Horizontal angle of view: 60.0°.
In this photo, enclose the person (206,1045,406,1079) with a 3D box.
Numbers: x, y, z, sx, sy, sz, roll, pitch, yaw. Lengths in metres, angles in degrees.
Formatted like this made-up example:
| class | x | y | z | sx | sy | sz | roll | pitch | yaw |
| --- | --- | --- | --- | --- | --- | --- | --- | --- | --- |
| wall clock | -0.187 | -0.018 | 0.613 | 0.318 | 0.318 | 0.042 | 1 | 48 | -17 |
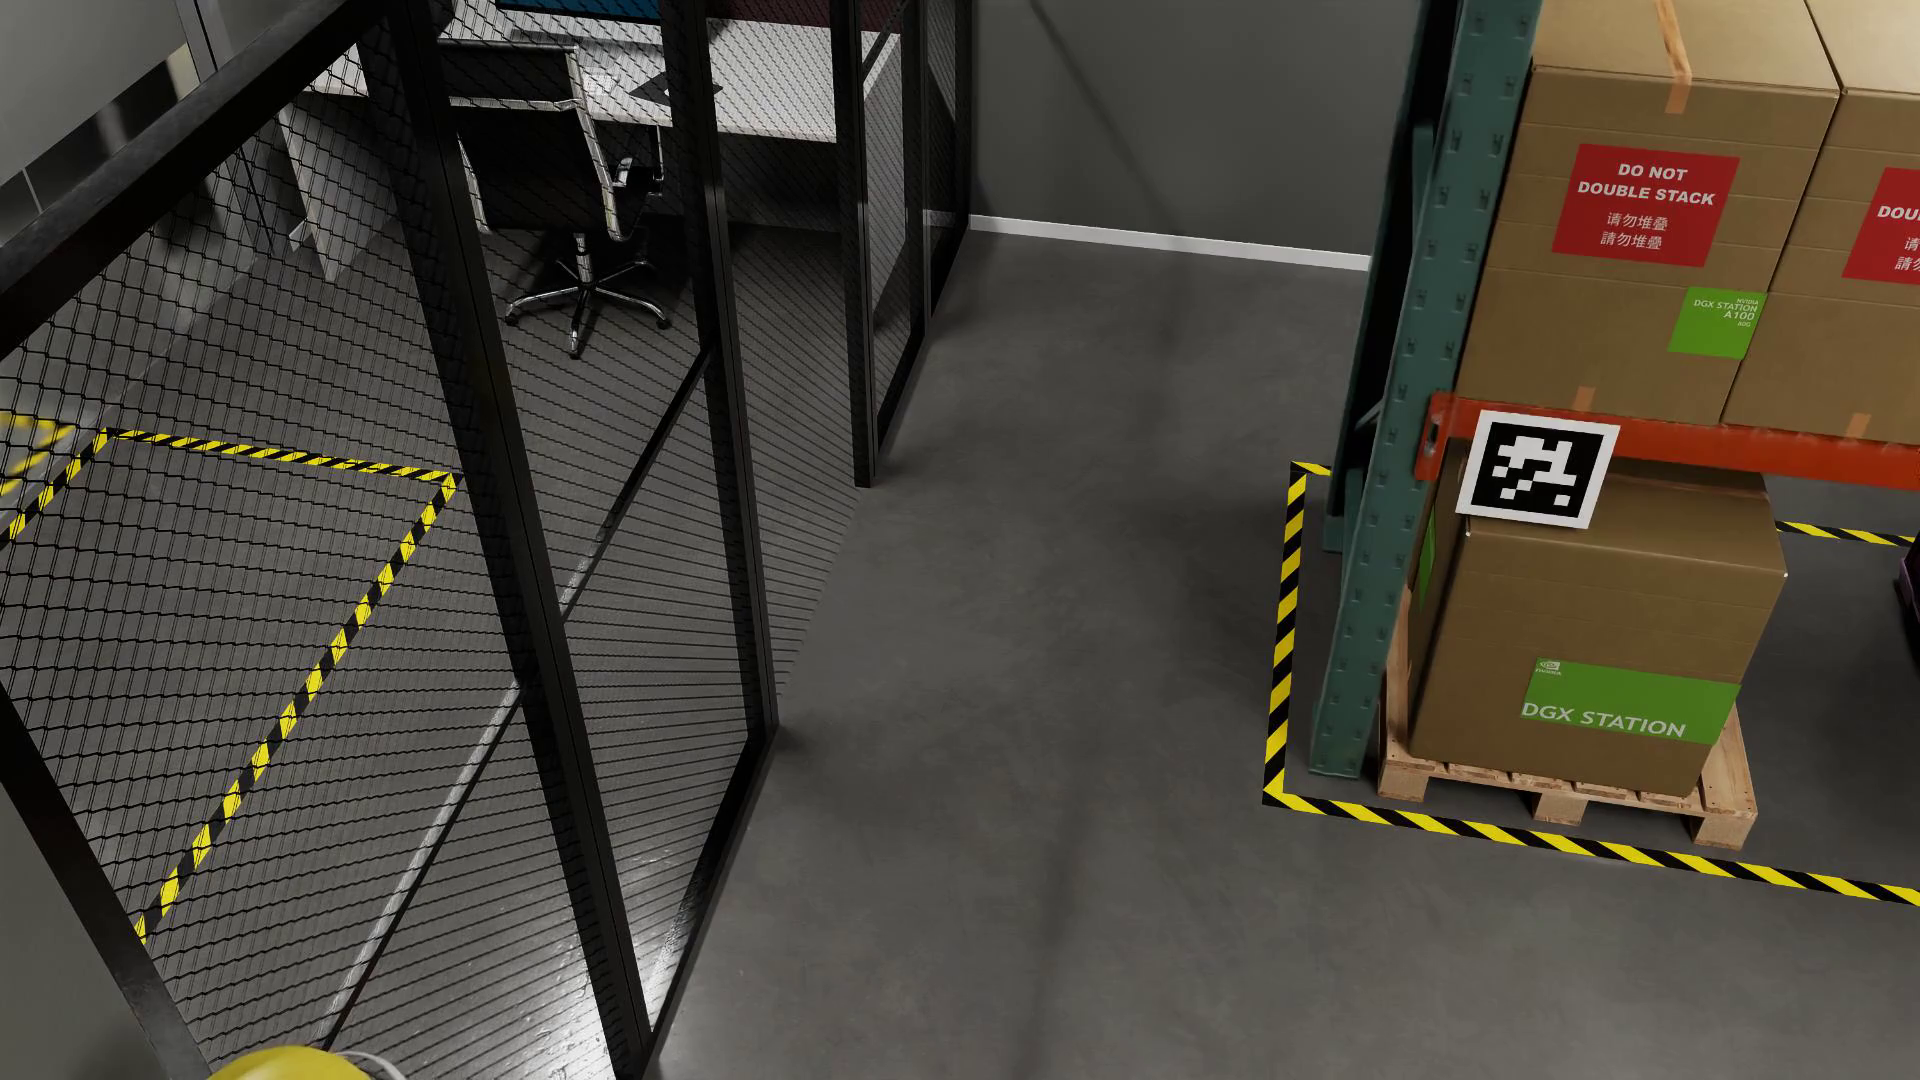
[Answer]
| class | x | y | z | sx | sy | sz | roll | pitch | yaw |
| --- | --- | --- | --- | --- | --- | --- | --- | --- | --- |
| person | -0.678 | 1.221 | 2.172 | 0.592 | 1.833 | 0.404 | 13 | 43 | 14 |
